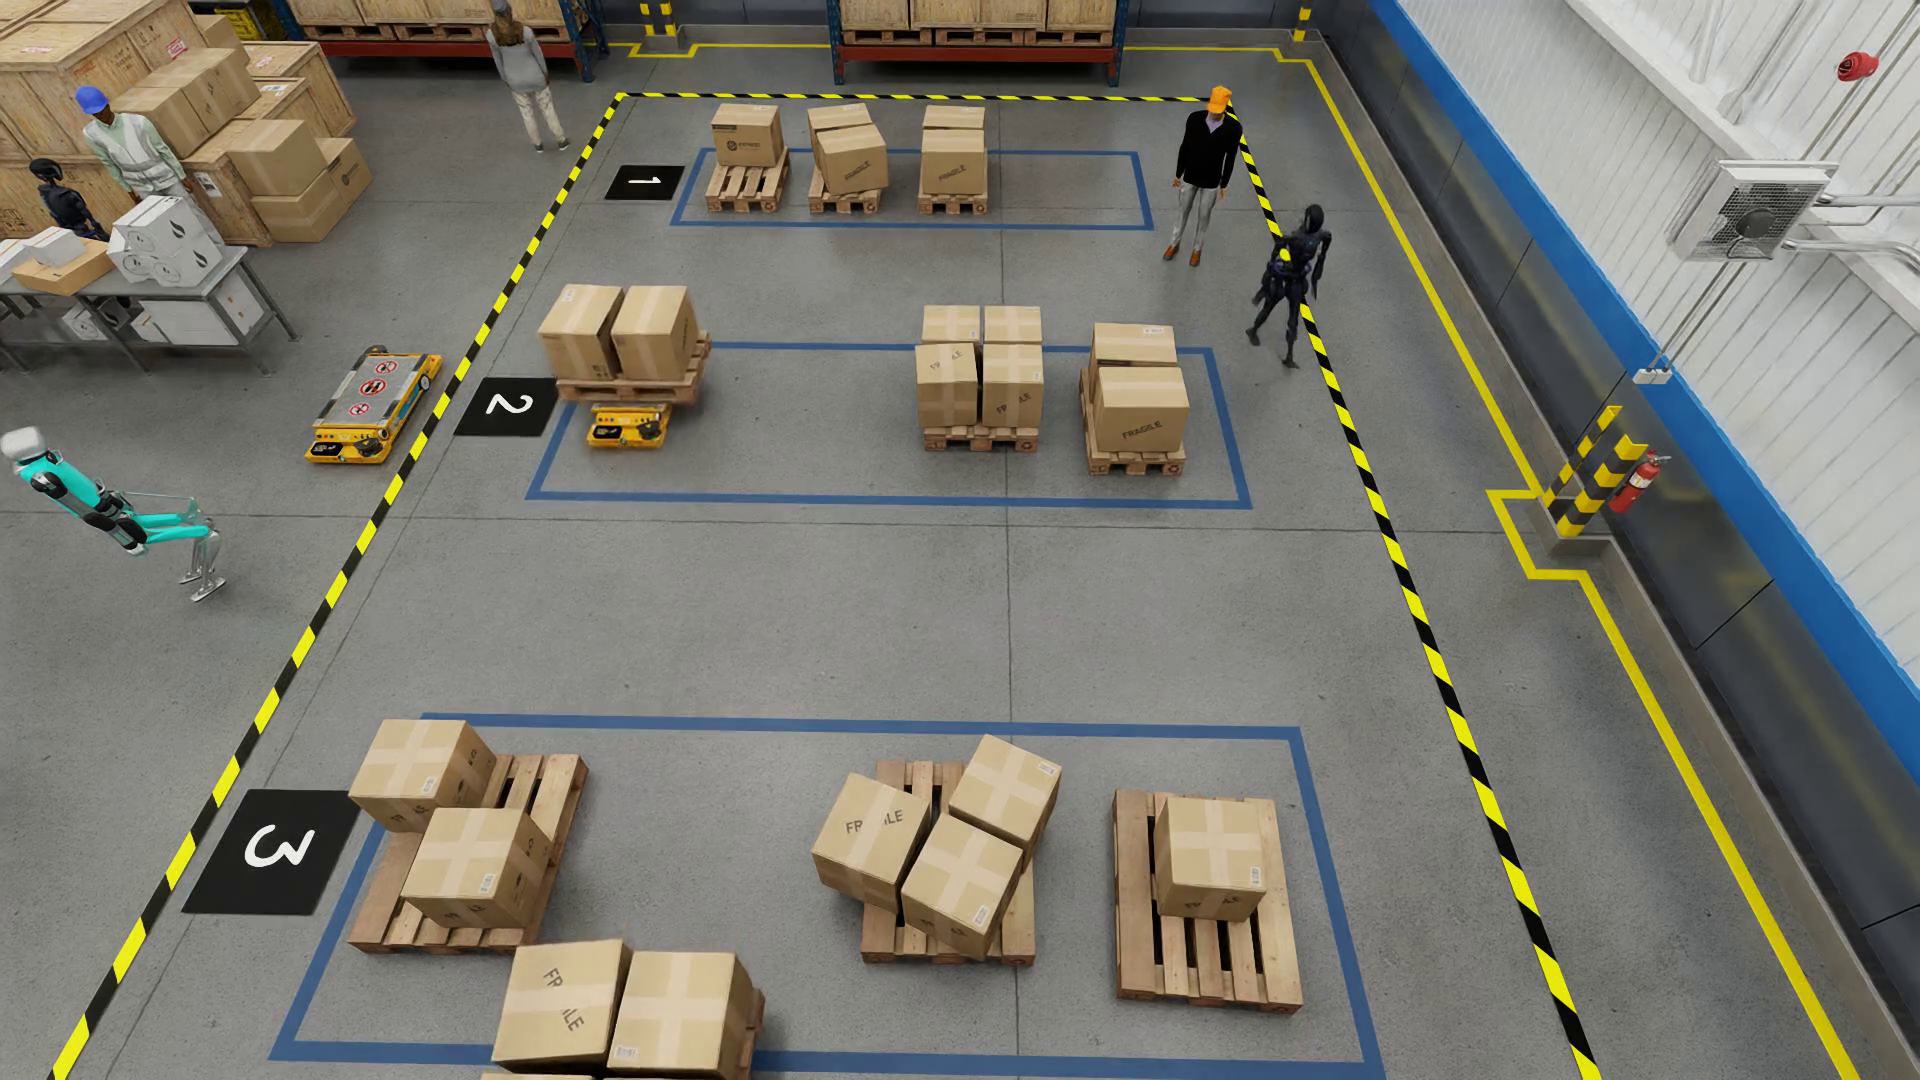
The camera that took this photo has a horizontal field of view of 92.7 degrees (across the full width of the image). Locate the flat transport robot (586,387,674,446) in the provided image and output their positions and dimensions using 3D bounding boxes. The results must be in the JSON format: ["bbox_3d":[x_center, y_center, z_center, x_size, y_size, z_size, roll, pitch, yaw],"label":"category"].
[{"bbox_3d":[-2.978,-1.442,8.569,0.652,0.197,1.431,1,50,1],"label":"flat transport robot"}]

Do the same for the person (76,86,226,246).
[{"bbox_3d":[-8.249,-3.669,9.381,0.604,1.940,0.413,-21,53,-17],"label":"person"}]

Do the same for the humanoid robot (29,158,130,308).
[{"bbox_3d":[-8.438,-2.887,8.903,0.590,1.628,0.587,13,51,11],"label":"humanoid robot"}]

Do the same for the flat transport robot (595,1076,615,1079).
[{"bbox_3d":[-1.682,2.963,4.842,0.652,0.197,1.431,1,50,1],"label":"flat transport robot"}]

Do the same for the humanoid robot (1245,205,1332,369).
[{"bbox_3d":[3.055,-2.360,8.468,0.609,1.616,0.778,-8,50,-7],"label":"humanoid robot"}]

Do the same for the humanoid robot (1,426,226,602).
[{"bbox_3d":[-5.798,-0.231,6.514,0.735,1.675,0.533,-36,58,-26],"label":"humanoid robot"}]

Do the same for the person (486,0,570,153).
[{"bbox_3d":[-5.274,-5.611,11.133,0.564,1.765,0.399,-7,50,-6],"label":"person"}]

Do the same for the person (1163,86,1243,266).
[{"bbox_3d":[2.503,-3.743,9.480,0.585,1.880,0.380,20,53,16],"label":"person"}]

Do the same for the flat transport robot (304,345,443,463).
[{"bbox_3d":[-5.383,-1.269,8.441,0.659,0.231,1.431,1,50,1],"label":"flat transport robot"}]
